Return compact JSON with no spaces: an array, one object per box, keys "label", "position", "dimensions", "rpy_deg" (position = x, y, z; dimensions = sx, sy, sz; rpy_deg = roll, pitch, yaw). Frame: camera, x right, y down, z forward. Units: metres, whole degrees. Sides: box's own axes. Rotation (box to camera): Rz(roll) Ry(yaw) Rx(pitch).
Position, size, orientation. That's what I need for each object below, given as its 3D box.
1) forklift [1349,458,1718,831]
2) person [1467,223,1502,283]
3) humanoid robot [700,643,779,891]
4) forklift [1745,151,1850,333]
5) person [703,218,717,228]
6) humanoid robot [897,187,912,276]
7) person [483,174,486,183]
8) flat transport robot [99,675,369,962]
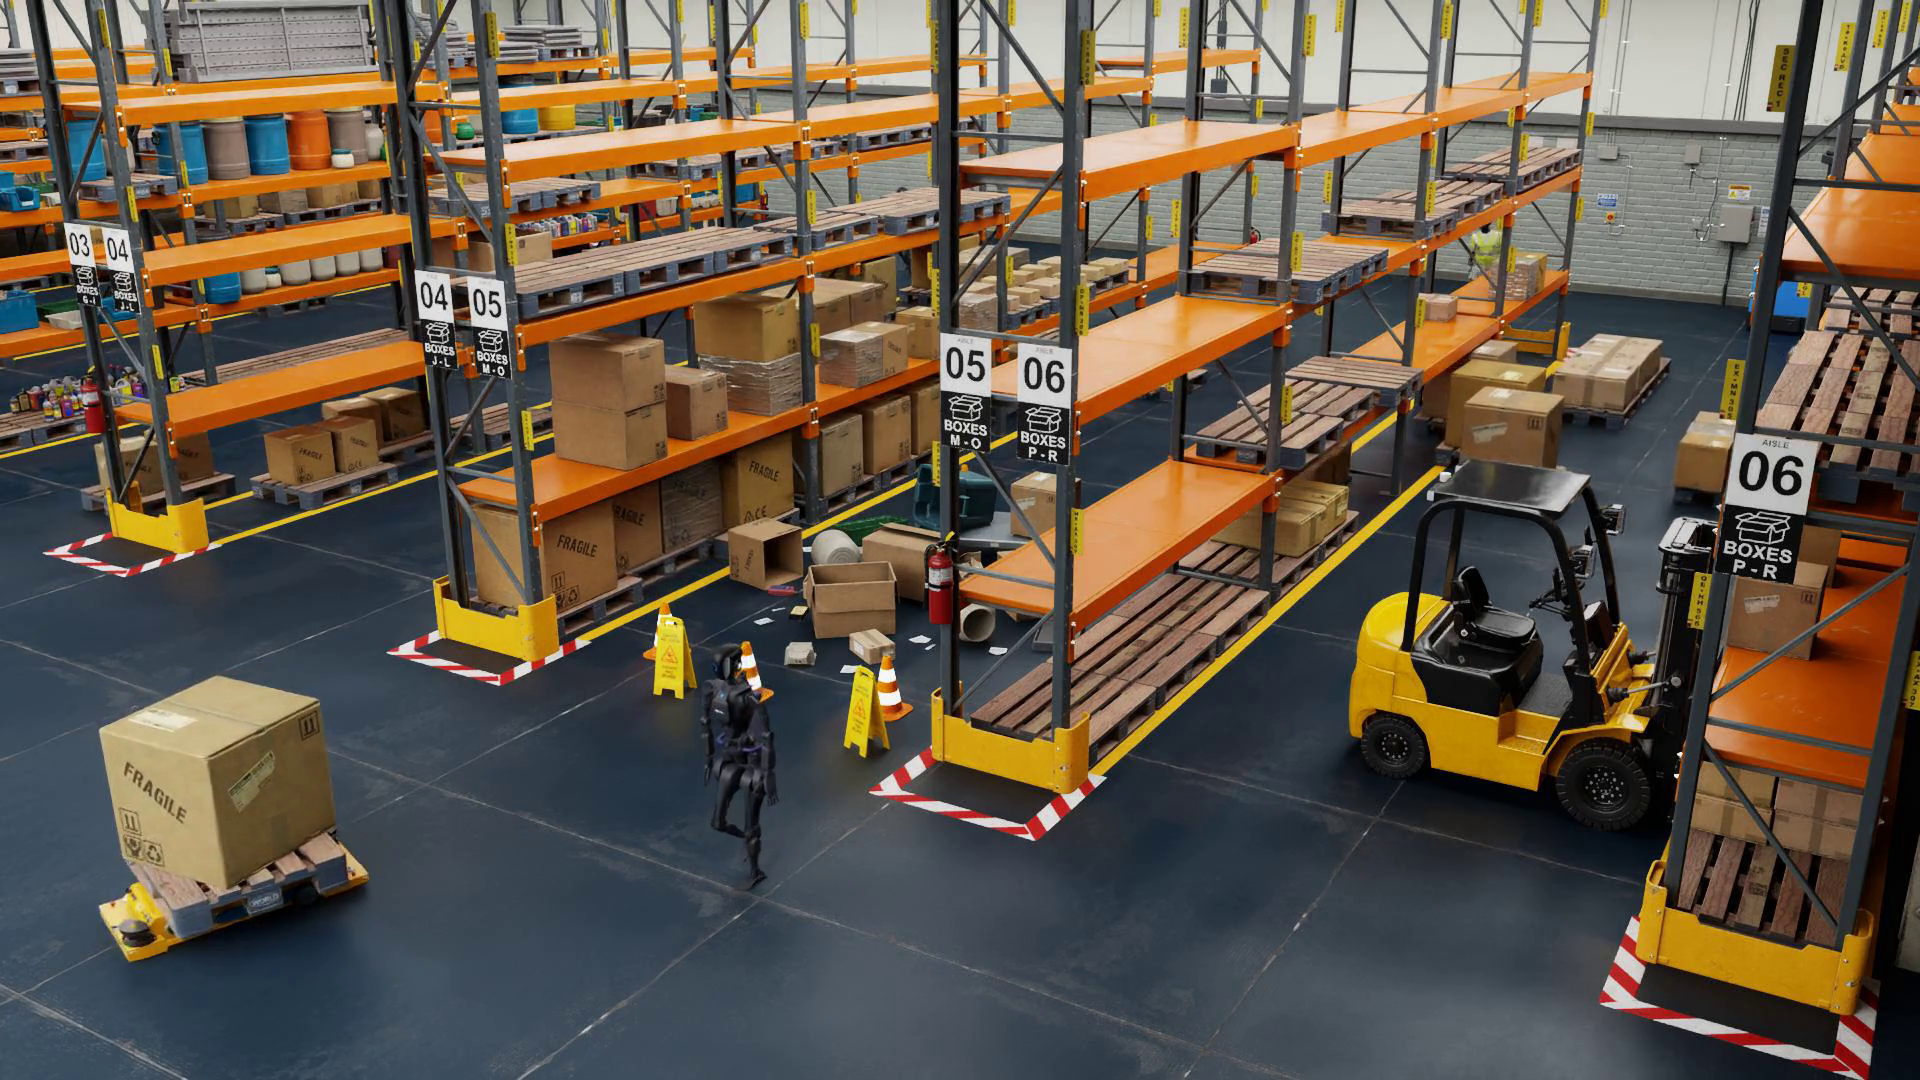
[{"label":"forklift","position":[3.988,0.658,11.776],"dimensions":[2.313,2.155,1.214],"rpy_deg":[11,22,29]},{"label":"person","position":[8.746,-4.610,27.803],"dimensions":[0.650,1.661,0.402],"rpy_deg":[7,20,20]},{"label":"humanoid robot","position":[-1.336,1.395,10.439],"dimensions":[0.607,1.646,0.407],"rpy_deg":[12,22,31]},{"label":"forklift","position":[13.620,-4.667,26.137],"dimensions":[1.873,2.768,1.129],"rpy_deg":[11,22,29]},{"label":"person","position":[-5.242,-7.060,34.857],"dimensions":[0.491,1.688,0.348],"rpy_deg":[-6,20,-18]},{"label":"humanoid robot","position":[-1.006,-5.830,31.328],"dimensions":[0.407,1.646,0.602],"rpy_deg":[-10,21,-27]},{"label":"person","position":[-10.407,-7.731,36.620],"dimensions":[0.328,1.800,0.541],"rpy_deg":[9,21,25]},{"label":"flat transport robot","position":[-4.519,2.161,10.365],"dimensions":[1.431,0.231,0.659],"rpy_deg":[-15,24,-37]}]
